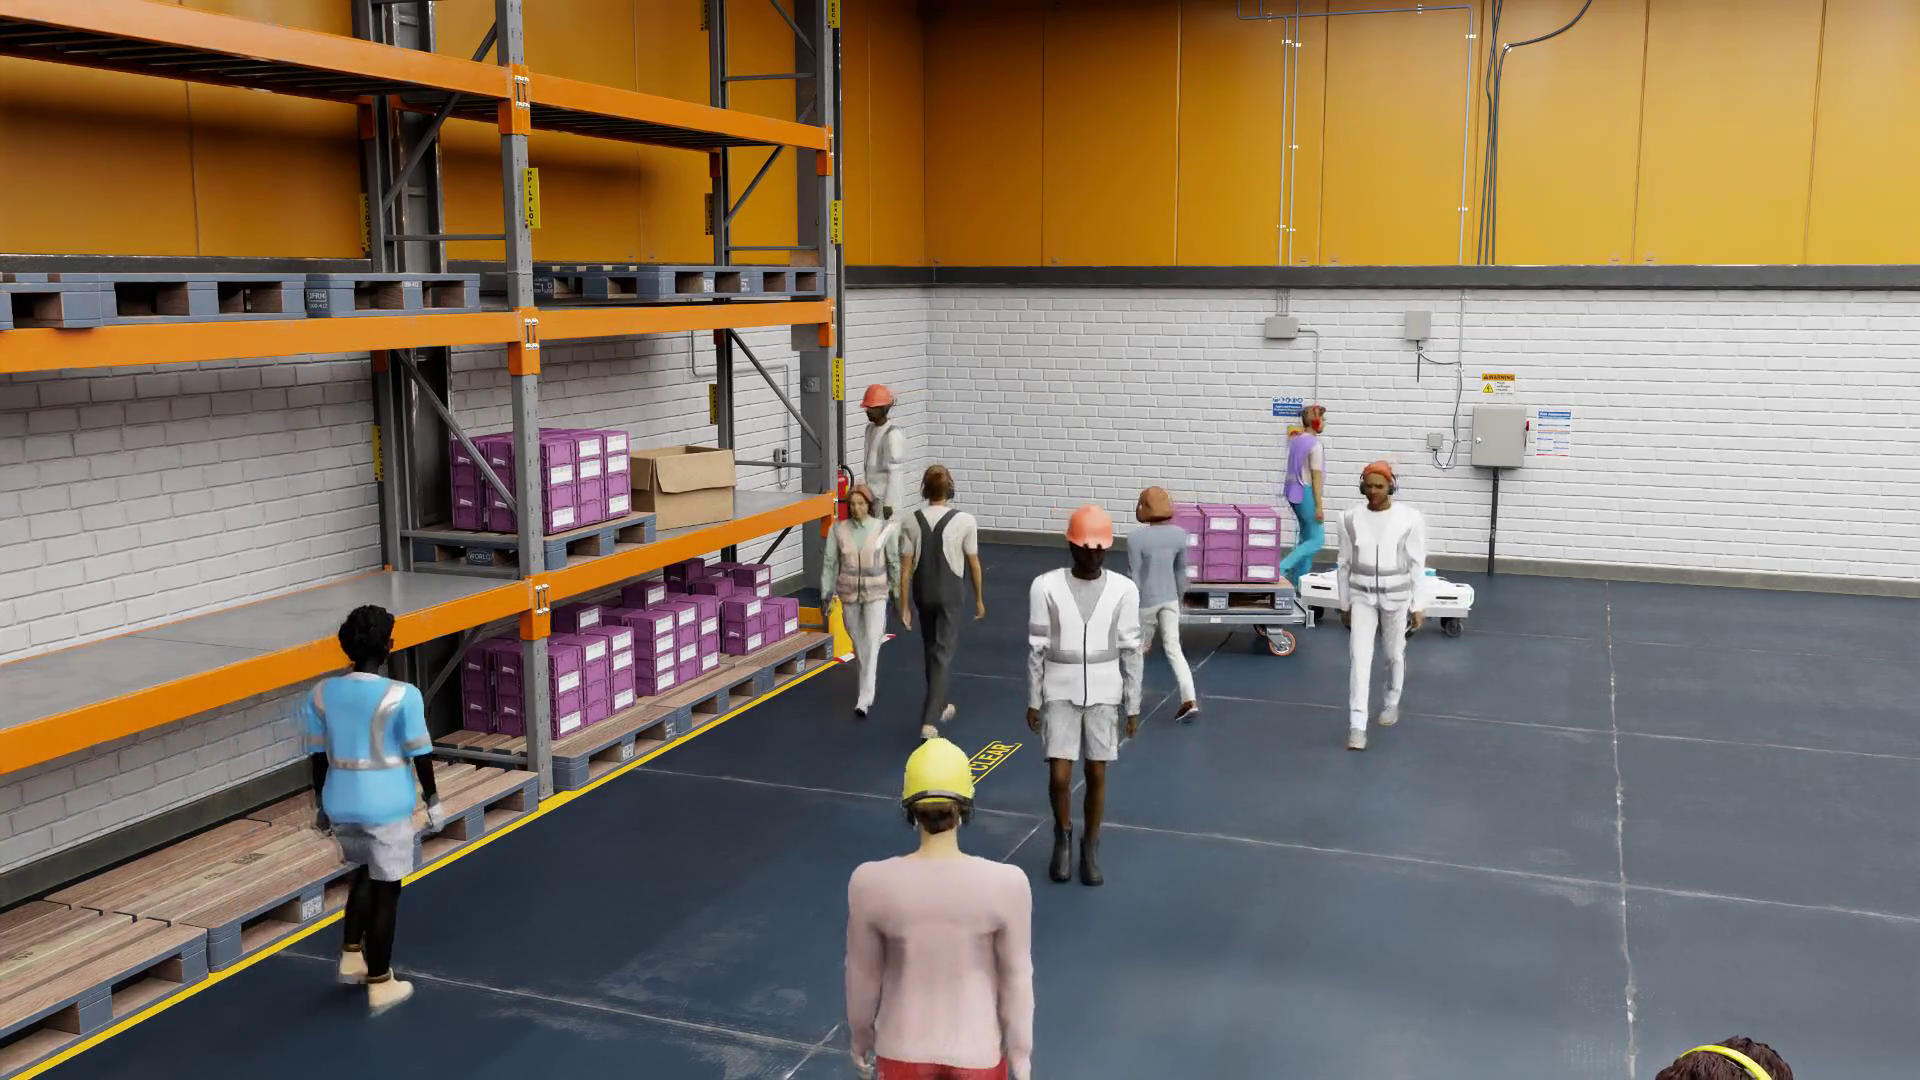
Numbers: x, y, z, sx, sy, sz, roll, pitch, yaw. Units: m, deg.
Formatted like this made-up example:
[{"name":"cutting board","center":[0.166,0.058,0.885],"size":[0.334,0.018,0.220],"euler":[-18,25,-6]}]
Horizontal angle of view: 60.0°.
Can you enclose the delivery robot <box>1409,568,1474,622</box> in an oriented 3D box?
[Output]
[{"name":"delivery robot","center":[3.956,0.484,14.036],"size":[0.707,0.478,0.477],"euler":[1,9,7]}]

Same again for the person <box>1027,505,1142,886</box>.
[{"name":"person","center":[0.617,0.778,8.219],"size":[0.559,1.917,0.440],"euler":[0,9,-2]}]

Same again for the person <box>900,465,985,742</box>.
[{"name":"person","center":[-0.147,0.412,10.906],"size":[0.515,1.807,0.944],"euler":[3,10,18]}]

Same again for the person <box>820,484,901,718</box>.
[{"name":"person","center":[-0.697,0.413,11.515],"size":[0.543,1.585,0.869],"euler":[2,9,10]}]

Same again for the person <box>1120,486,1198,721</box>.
[{"name":"person","center":[1.370,0.429,11.405],"size":[0.509,1.600,0.812],"euler":[-5,10,-26]}]

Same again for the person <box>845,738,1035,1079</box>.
[{"name":"person","center":[-0.057,1.419,4.737],"size":[0.538,1.748,0.538],"euler":[1,9,4]}]

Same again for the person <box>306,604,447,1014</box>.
[{"name":"person","center":[-2.419,1.109,6.884],"size":[0.547,1.686,0.395],"euler":[4,10,21]}]

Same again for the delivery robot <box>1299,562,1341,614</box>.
[{"name":"delivery robot","center":[3.298,0.430,14.370],"size":[0.707,0.478,0.477],"euler":[6,11,34]}]

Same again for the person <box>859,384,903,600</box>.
[{"name":"person","center":[-0.756,-0.428,15.419],"size":[0.405,2.032,0.646],"euler":[-5,10,-29]}]

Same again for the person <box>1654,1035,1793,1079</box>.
[{"name":"person","center":[1.146,1.693,2.653],"size":[0.309,1.859,0.534],"euler":[-8,12,-42]}]

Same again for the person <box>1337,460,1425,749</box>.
[{"name":"person","center":[2.760,0.390,10.925],"size":[0.584,1.844,0.954],"euler":[3,10,20]}]

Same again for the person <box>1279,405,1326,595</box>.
[{"name":"person","center":[3.204,-0.355,15.614],"size":[0.528,1.825,0.590],"euler":[-1,9,-8]}]
